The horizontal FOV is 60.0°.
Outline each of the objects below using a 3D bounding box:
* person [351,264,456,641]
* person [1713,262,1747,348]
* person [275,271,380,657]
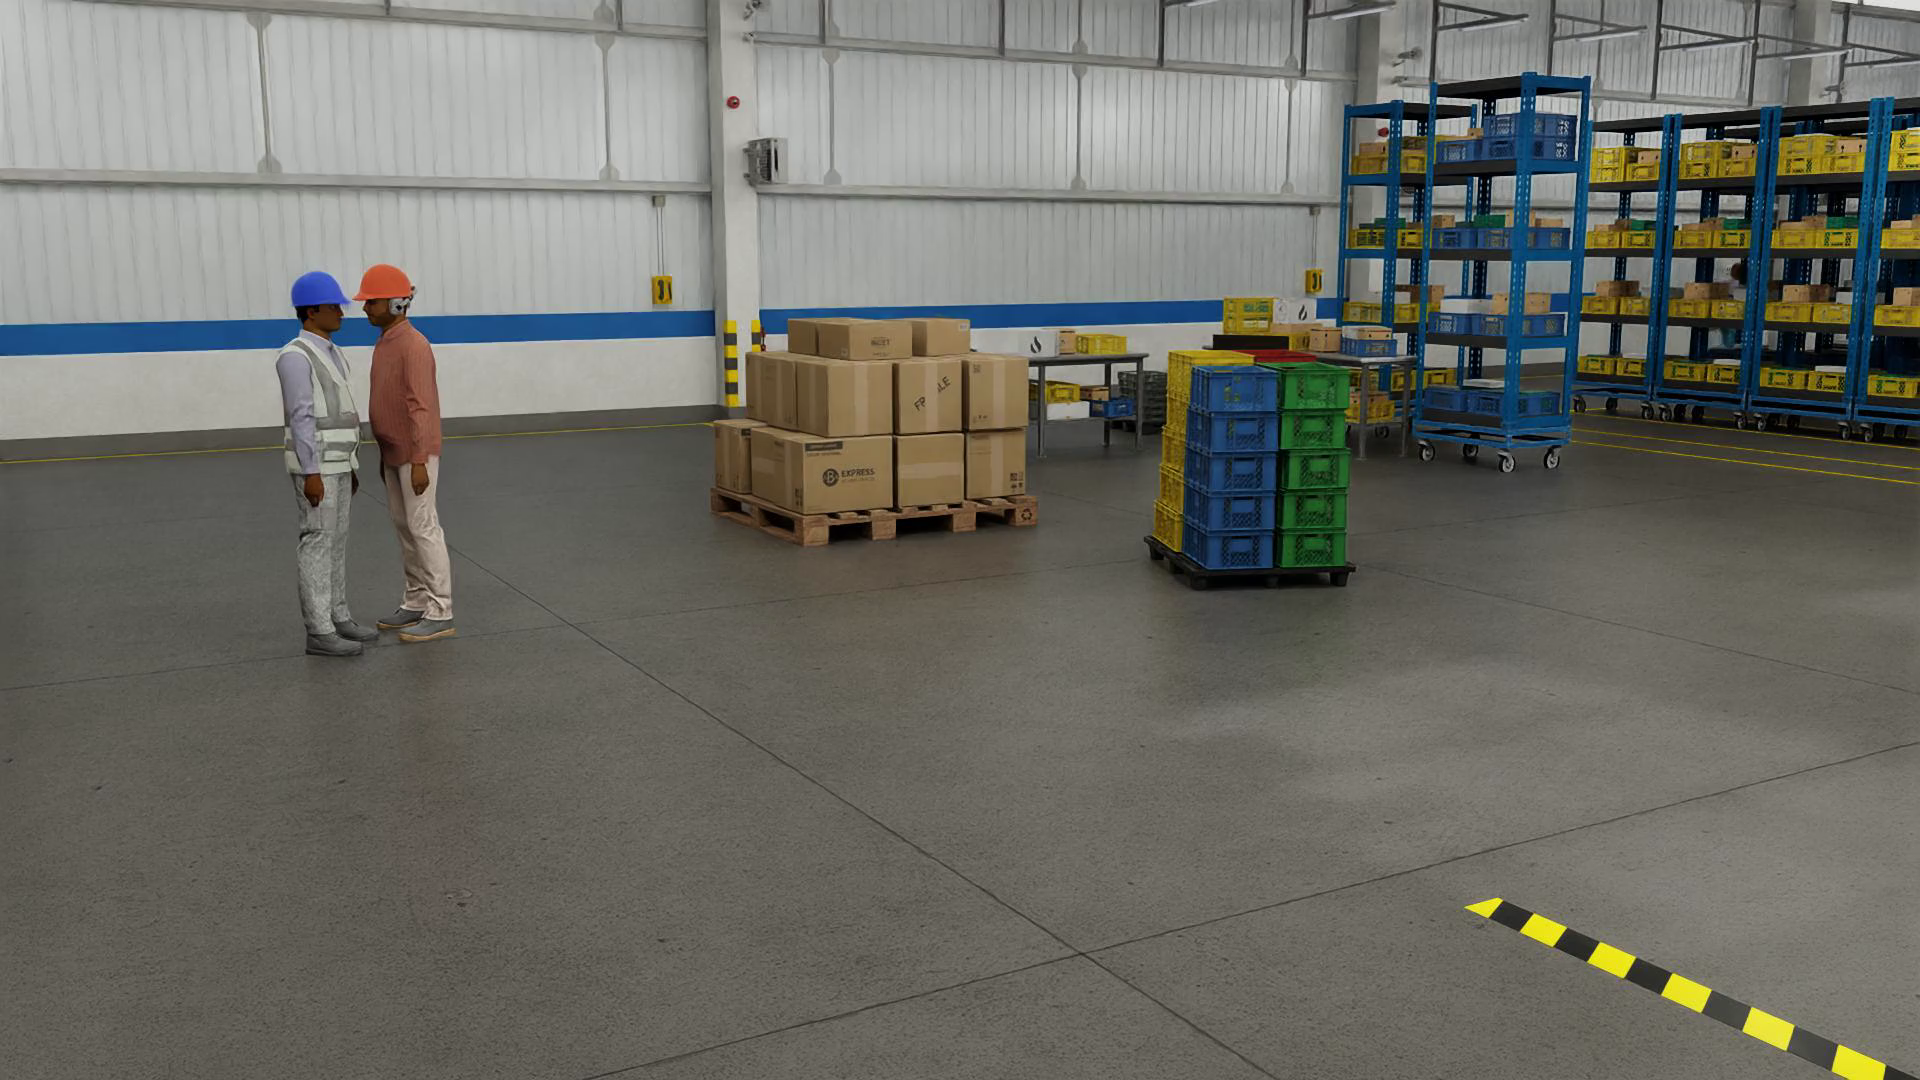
[{"bbox_3d":[-2.964,-0.459,8.826,0.414,1.985,0.611,-8,13,-37],"label":"person"},{"bbox_3d":[11.811,-3.329,25.486,0.442,1.828,0.595,-5,11,-25],"label":"person"},{"bbox_3d":[-3.249,-0.388,8.502,0.380,1.951,0.605,-1,10,-3],"label":"person"}]
